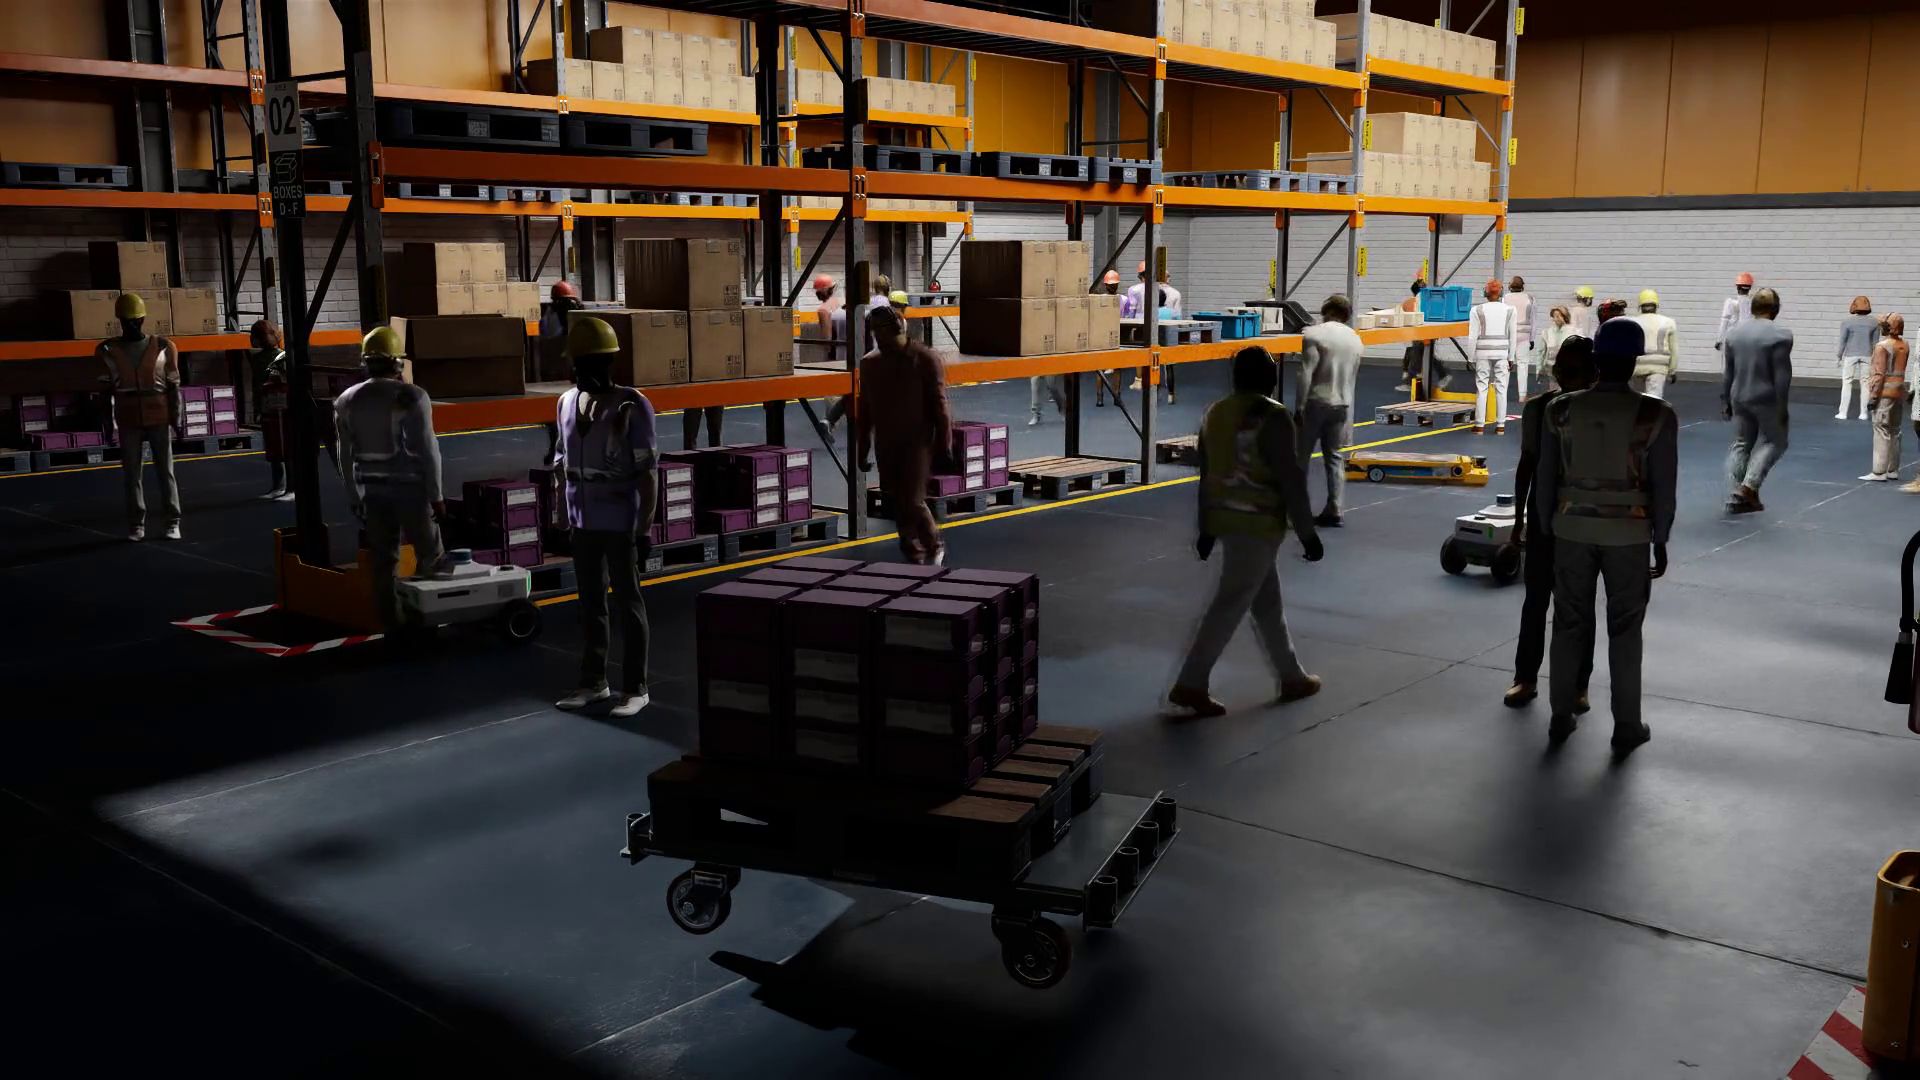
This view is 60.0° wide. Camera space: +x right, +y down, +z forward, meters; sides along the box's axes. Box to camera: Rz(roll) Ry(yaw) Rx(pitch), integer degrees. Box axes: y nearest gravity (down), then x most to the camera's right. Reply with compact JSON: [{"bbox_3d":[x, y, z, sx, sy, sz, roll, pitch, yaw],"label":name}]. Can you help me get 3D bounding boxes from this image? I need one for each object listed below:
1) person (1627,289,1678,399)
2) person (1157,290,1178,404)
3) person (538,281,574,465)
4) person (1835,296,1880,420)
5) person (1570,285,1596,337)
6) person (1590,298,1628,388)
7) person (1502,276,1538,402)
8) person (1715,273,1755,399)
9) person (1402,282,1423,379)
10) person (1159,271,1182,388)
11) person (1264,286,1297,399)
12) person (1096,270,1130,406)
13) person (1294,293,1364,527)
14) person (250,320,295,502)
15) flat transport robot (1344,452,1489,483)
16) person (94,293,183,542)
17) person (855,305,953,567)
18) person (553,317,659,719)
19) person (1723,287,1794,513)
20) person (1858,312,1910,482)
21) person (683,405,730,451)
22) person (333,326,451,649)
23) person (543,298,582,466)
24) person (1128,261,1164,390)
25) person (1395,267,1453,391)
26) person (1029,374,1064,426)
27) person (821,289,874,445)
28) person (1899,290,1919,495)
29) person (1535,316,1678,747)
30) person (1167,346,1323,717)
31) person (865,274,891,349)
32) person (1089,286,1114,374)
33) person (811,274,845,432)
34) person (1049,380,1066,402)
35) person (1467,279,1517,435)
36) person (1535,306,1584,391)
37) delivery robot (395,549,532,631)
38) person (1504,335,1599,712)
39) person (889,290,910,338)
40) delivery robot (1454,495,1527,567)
[{"bbox_3d":[7.765,-1.933,18.806,0.597,1.801,0.815,8,13,37],"label":"person"},{"bbox_3d":[2.944,-2.821,24.268,0.565,1.636,0.875,-1,10,-4],"label":"person"},{"bbox_3d":[-4.087,-1.689,17.090,0.585,1.907,0.768,-6,12,-33],"label":"person"},{"bbox_3d":[11.829,-2.397,21.936,0.498,1.631,0.281,2,10,12],"label":"person"},{"bbox_3d":[8.488,-2.641,23.003,0.543,1.747,0.525,0,10,-1],"label":"person"},{"bbox_3d":[5.279,-1.060,13.710,0.398,1.844,0.595,5,11,26],"label":"person"},{"bbox_3d":[8.148,-2.949,24.464,0.621,1.845,0.429,2,10,11],"label":"person"},{"bbox_3d":[11.467,-2.959,24.396,0.547,1.898,0.982,-1,10,-7],"label":"person"},{"bbox_3d":[7.797,-3.573,28.446,0.317,1.695,0.537,-6,12,-31],"label":"person"},{"bbox_3d":[3.275,-3.410,26.941,0.653,1.899,0.399,3,10,17],"label":"person"},{"bbox_3d":[4.364,-2.671,22.873,0.568,1.837,0.823,4,11,21],"label":"person"},{"bbox_3d":[2.156,-2.864,23.707,0.551,1.936,0.357,-1,10,-5],"label":"person"},{"bbox_3d":[2.976,-1.069,13.656,0.712,1.882,0.721,-4,11,-20],"label":"person"},{"bbox_3d":[-6.132,-1.148,14.831,0.495,1.624,0.284,7,12,33],"label":"person"},{"bbox_3d":[4.399,-0.718,16.232,1.431,0.197,0.652,3,10,15],"label":"flat transport robot"},{"bbox_3d":[-6.277,-0.925,12.753,0.582,1.915,0.429,-4,11,-21],"label":"person"},{"bbox_3d":[-0.391,-0.639,11.224,0.690,1.874,0.474,6,12,31],"label":"person"},{"bbox_3d":[-1.727,-0.105,8.027,0.594,1.926,0.366,5,11,28],"label":"person"},{"bbox_3d":[6.750,-1.167,14.080,0.436,1.921,0.651,-5,11,-25],"label":"person"},{"bbox_3d":[8.969,-1.379,16.103,0.523,1.638,0.310,-7,12,-34],"label":"person"},{"bbox_3d":[-2.474,-1.468,16.056,0.602,1.830,0.404,-4,11,-19],"label":"person"},{"bbox_3d":[-3.152,-0.272,9.277,0.634,1.821,0.434,2,10,14],"label":"person"},{"bbox_3d":[-3.245,-1.063,13.712,0.518,1.855,0.596,6,12,32],"label":"person"},{"bbox_3d":[2.933,-3.399,26.456,0.608,2.044,0.377,-3,10,-17],"label":"person"},{"bbox_3d":[7.397,-3.332,26.314,0.928,1.966,0.627,-1,10,-5],"label":"person"},{"bbox_3d":[1.099,-2.333,21.277,0.494,1.723,0.660,6,11,29],"label":"person"},{"bbox_3d":[-1.238,-1.981,18.792,0.595,1.902,0.618,9,13,42],"label":"person"},{"bbox_3d":[8.901,-1.432,15.259,0.387,2.044,0.609,0,10,2],"label":"person"},{"bbox_3d":[2.931,-0.036,7.577,0.605,1.948,0.405,7,12,35],"label":"person"},{"bbox_3d":[1.404,-0.047,8.140,0.951,1.784,0.695,-4,11,-20],"label":"person"},{"bbox_3d":[-1.062,-2.439,21.356,0.538,1.924,0.634,-9,13,-42],"label":"person"},{"bbox_3d":[2.398,-3.753,29.739,0.854,1.591,0.527,-4,11,-23],"label":"person"},{"bbox_3d":[-1.391,-2.259,20.225,0.867,1.955,0.637,5,11,28],"label":"person"},{"bbox_3d":[1.466,-3.017,24.545,0.634,1.947,0.652,2,10,9],"label":"person"},{"bbox_3d":[6.427,-2.209,20.125,0.572,1.887,0.356,1,10,3],"label":"person"},{"bbox_3d":[6.989,-1.927,19.364,0.880,1.583,0.524,-9,14,-43],"label":"person"},{"bbox_3d":[-2.805,0.293,9.402,0.707,0.478,0.477,-8,13,-37],"label":"delivery robot"},{"bbox_3d":[2.962,-0.080,8.137,0.507,1.840,0.344,6,11,29],"label":"person"},{"bbox_3d":[-0.909,-2.245,20.757,0.800,1.727,0.570,-8,13,-38],"label":"person"},{"bbox_3d":[3.741,-0.070,11.465,0.707,0.478,0.477,-7,12,-36],"label":"delivery robot"}]
